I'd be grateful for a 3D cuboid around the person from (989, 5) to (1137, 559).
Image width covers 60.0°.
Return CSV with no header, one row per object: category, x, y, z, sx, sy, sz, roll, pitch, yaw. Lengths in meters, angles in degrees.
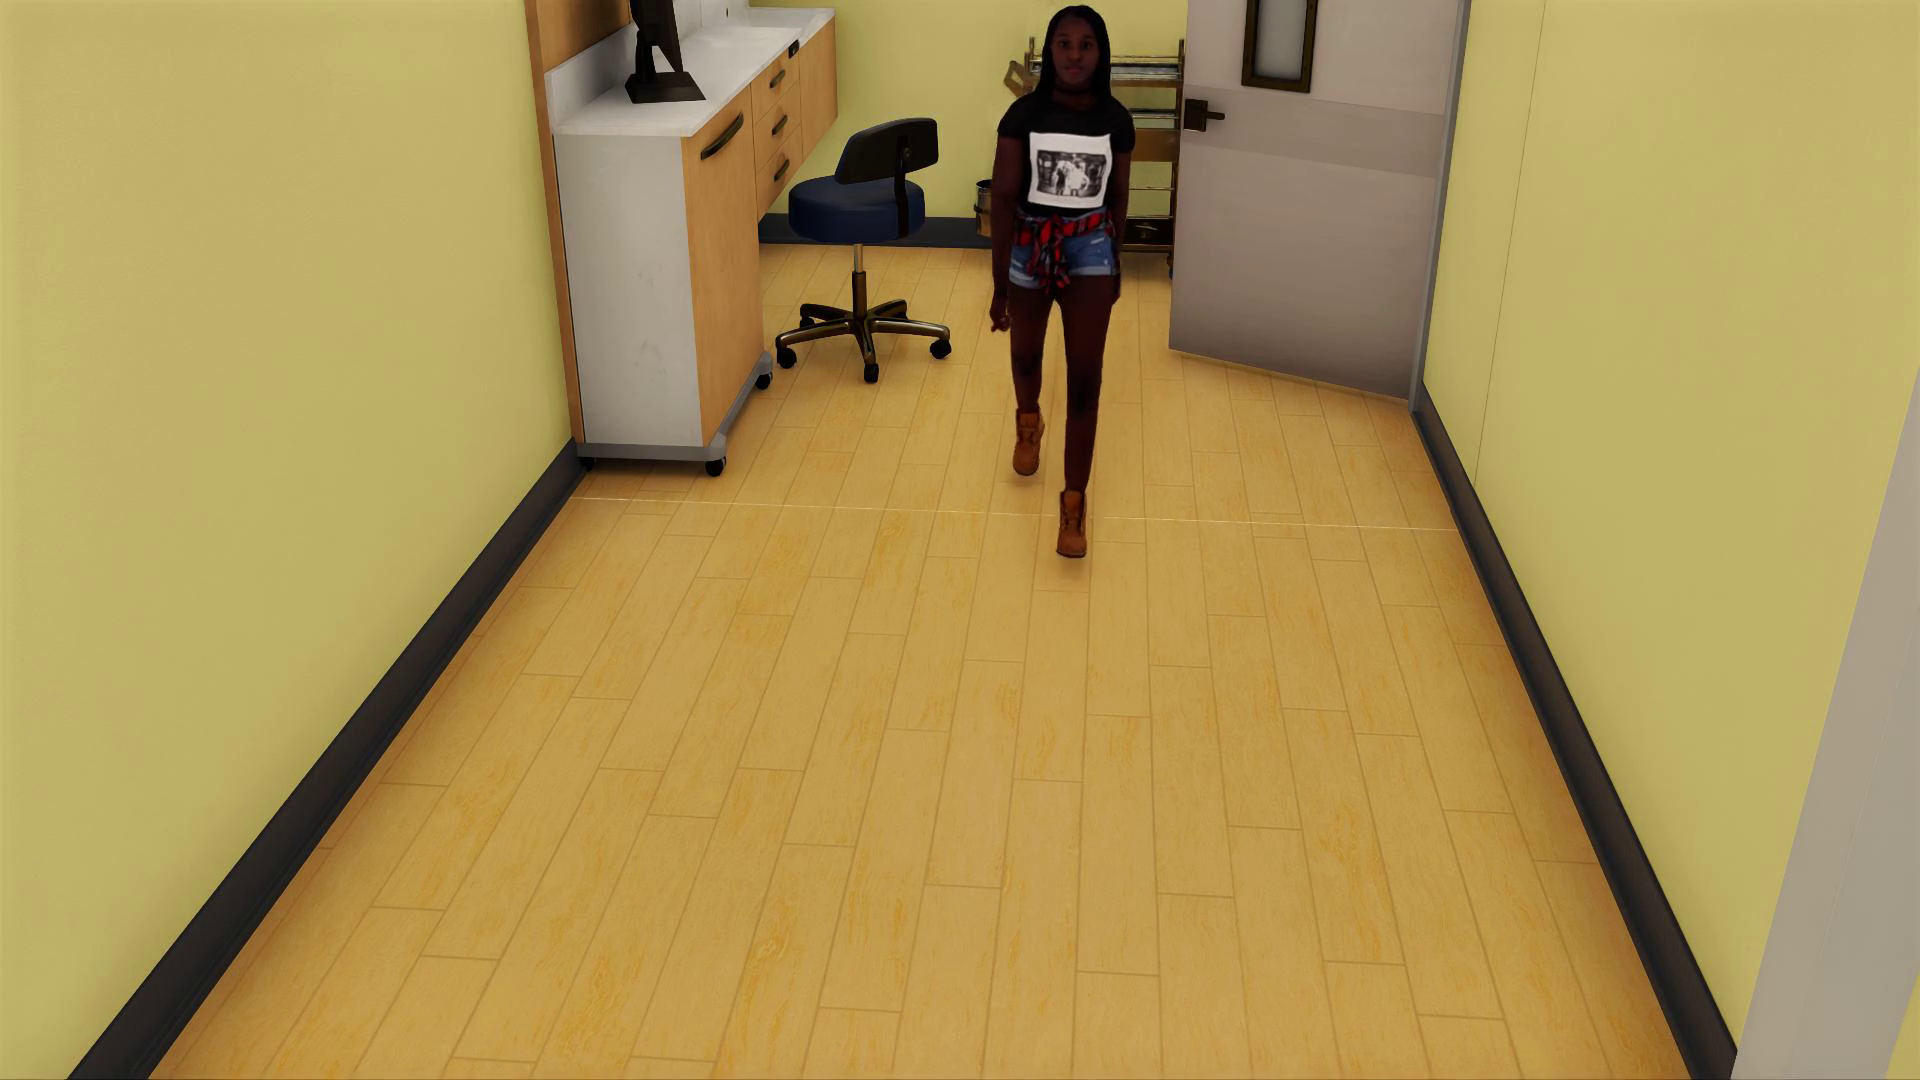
person,0.311,-0.875,5.507,1.143,1.687,0.708,1,26,2
